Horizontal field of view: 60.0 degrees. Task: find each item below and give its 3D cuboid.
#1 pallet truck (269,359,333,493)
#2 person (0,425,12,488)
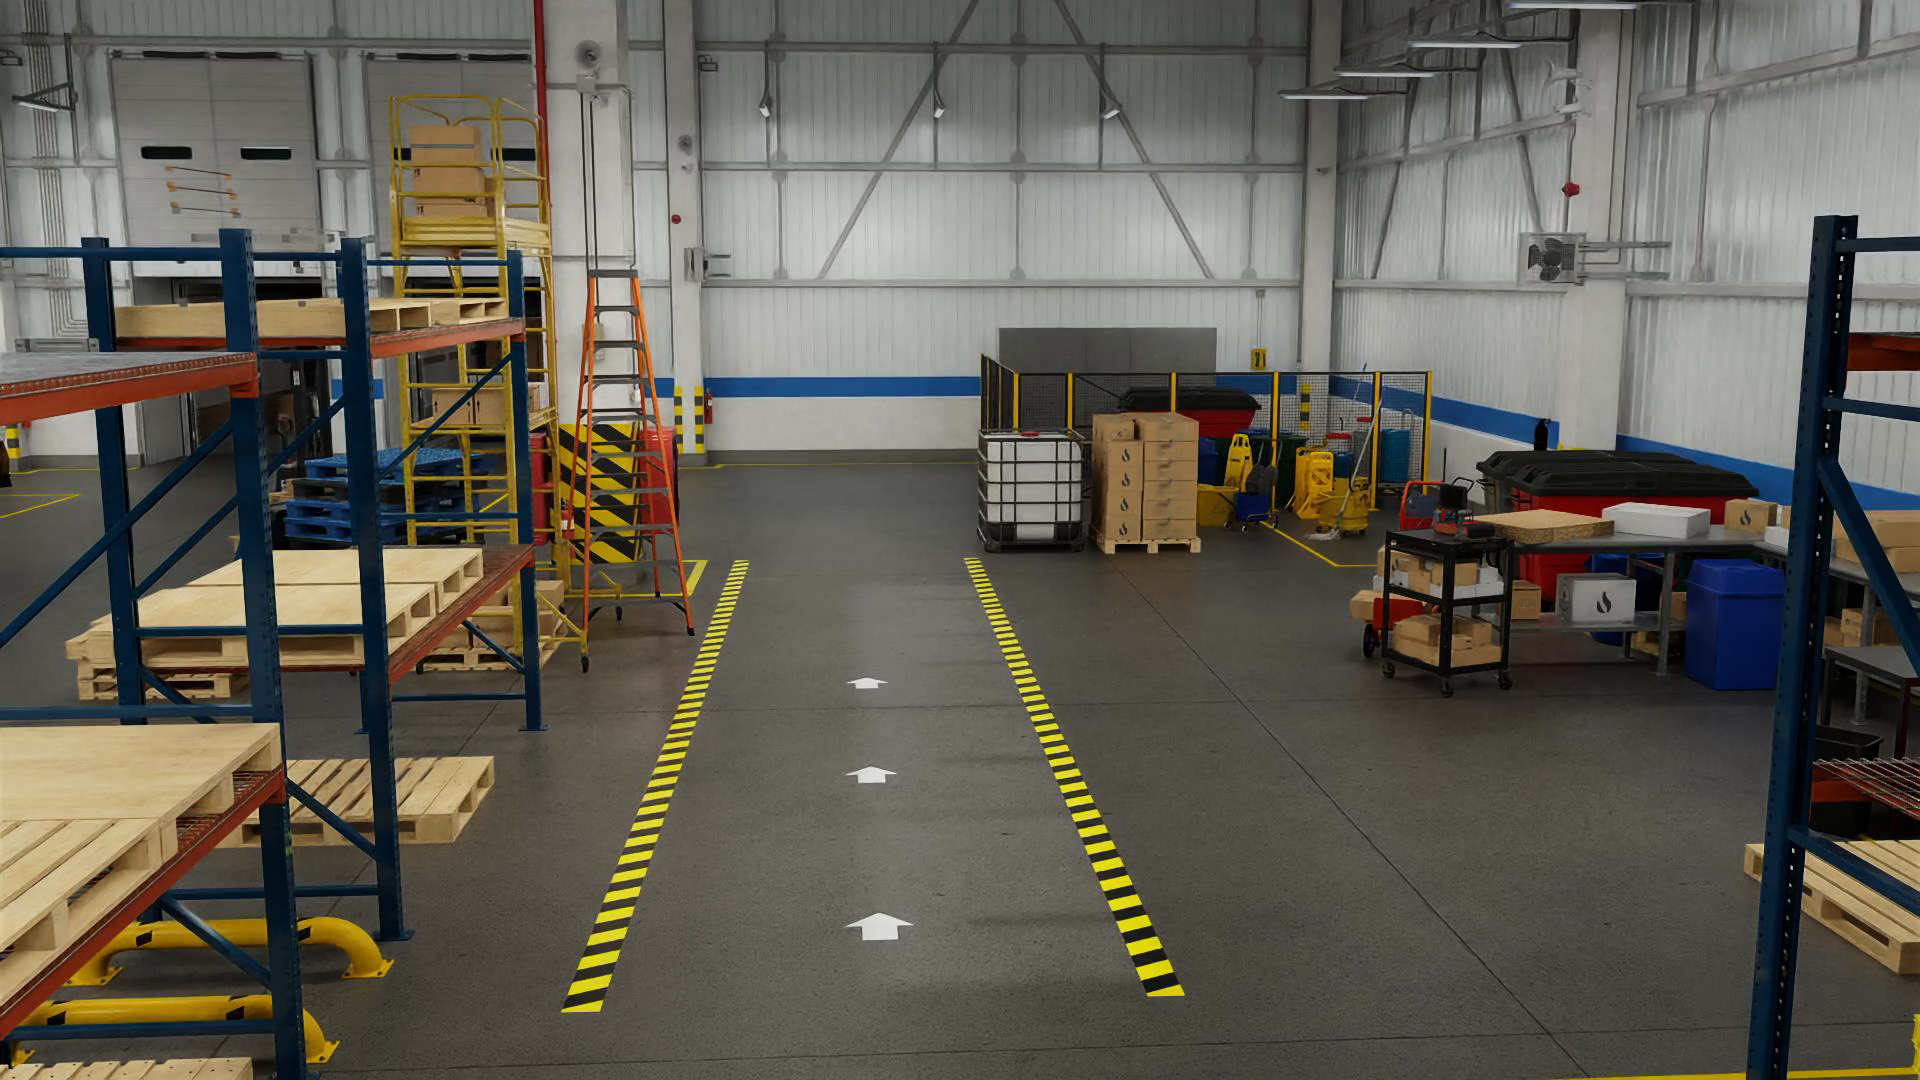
[{"bbox_3d":[-7.062,-1.131,18.996,1.885,1.965,0.823,2,9,13],"label":"pallet truck"},{"bbox_3d":[-13.155,-1.665,22.575,0.389,1.930,0.544,-8,12,-41],"label":"person"}]
